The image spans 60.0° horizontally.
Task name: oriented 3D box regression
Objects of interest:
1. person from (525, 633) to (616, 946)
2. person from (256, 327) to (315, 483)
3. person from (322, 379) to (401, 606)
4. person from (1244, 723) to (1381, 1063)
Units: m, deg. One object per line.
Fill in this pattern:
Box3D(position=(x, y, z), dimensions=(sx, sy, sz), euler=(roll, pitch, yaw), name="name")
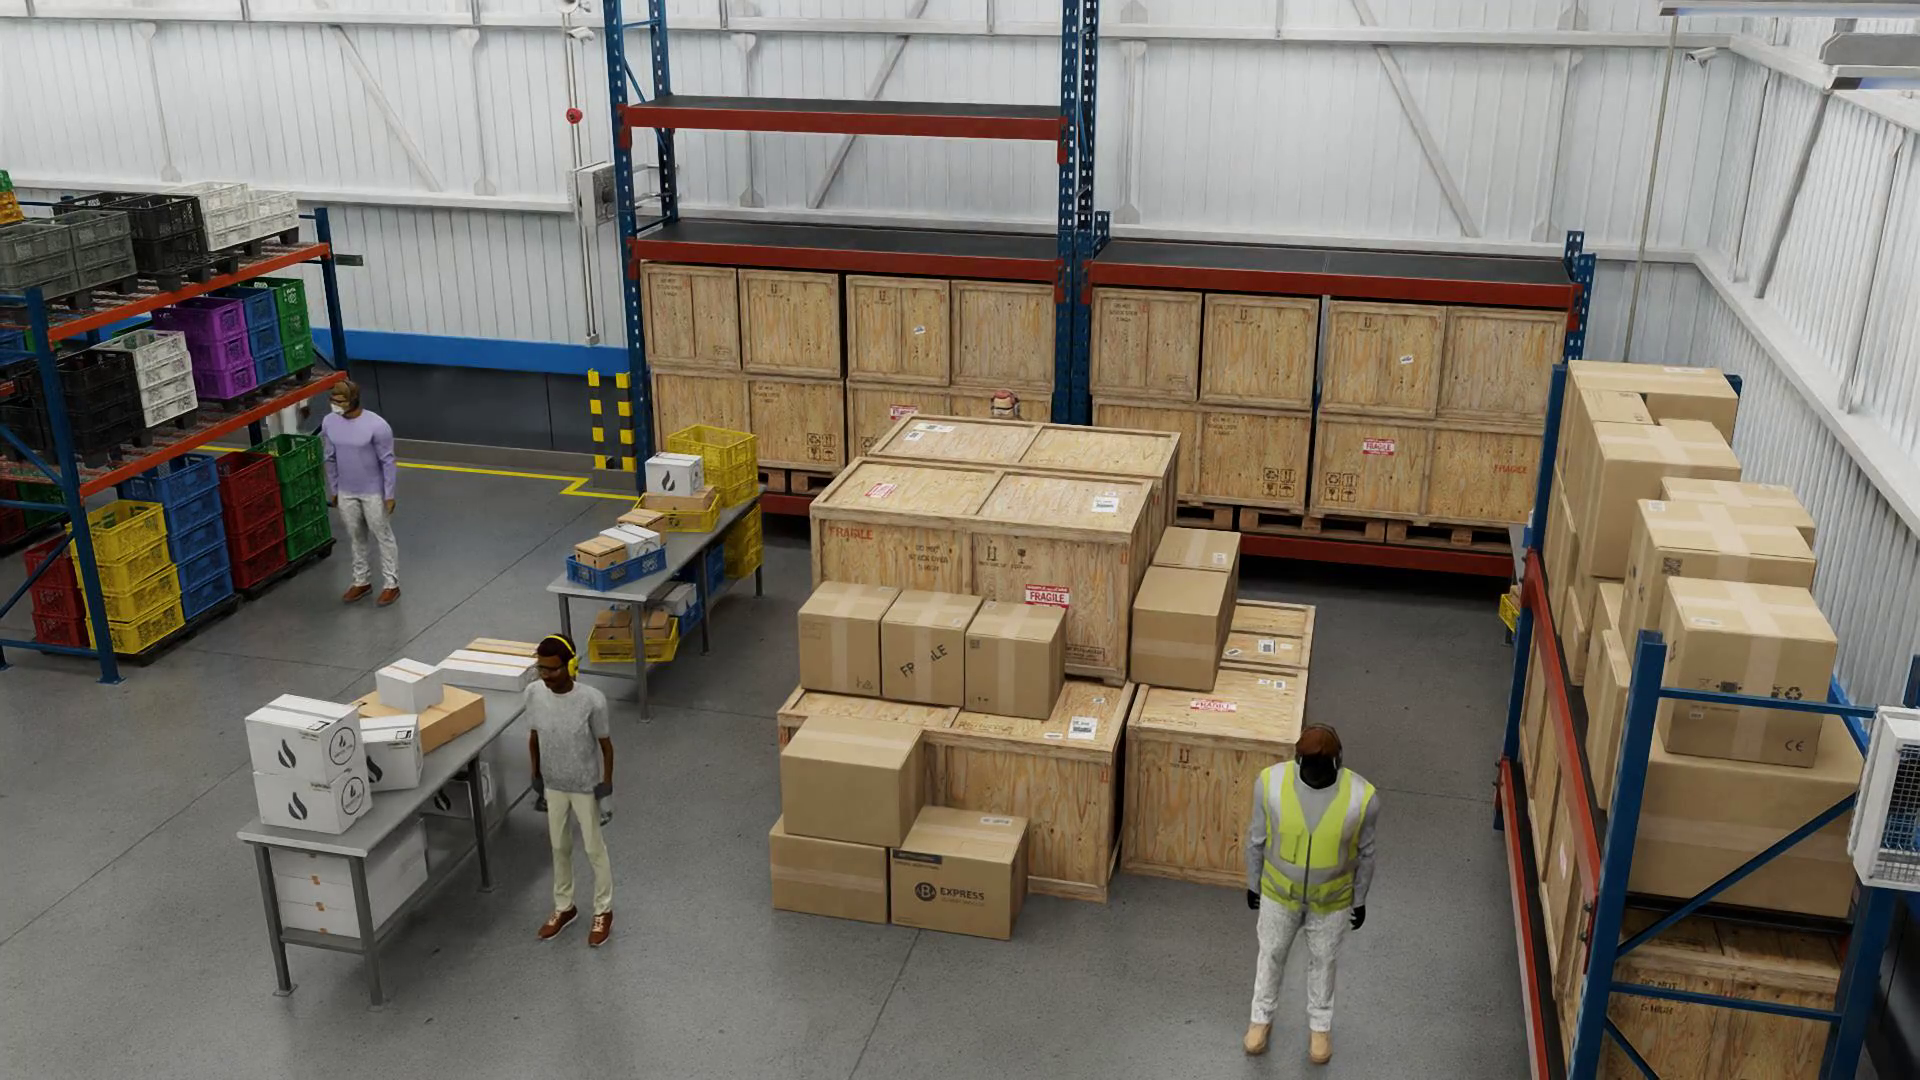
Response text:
Box3D(position=(-2.146, 1.374, 9.190), dimensions=(0.513, 1.872, 0.331), euler=(6, 22, 14), name="person")
Box3D(position=(-6.681, -1.376, 16.378), dimensions=(0.615, 1.870, 0.467), euler=(6, 22, 16), name="person")
Box3D(position=(-4.927, -0.398, 13.734), dimensions=(0.628, 1.936, 0.375), euler=(6, 22, 14), name="person")
Box3D(position=(1.725, 1.745, 8.259), dimensions=(0.623, 1.844, 0.430), euler=(6, 22, 14), name="person")
